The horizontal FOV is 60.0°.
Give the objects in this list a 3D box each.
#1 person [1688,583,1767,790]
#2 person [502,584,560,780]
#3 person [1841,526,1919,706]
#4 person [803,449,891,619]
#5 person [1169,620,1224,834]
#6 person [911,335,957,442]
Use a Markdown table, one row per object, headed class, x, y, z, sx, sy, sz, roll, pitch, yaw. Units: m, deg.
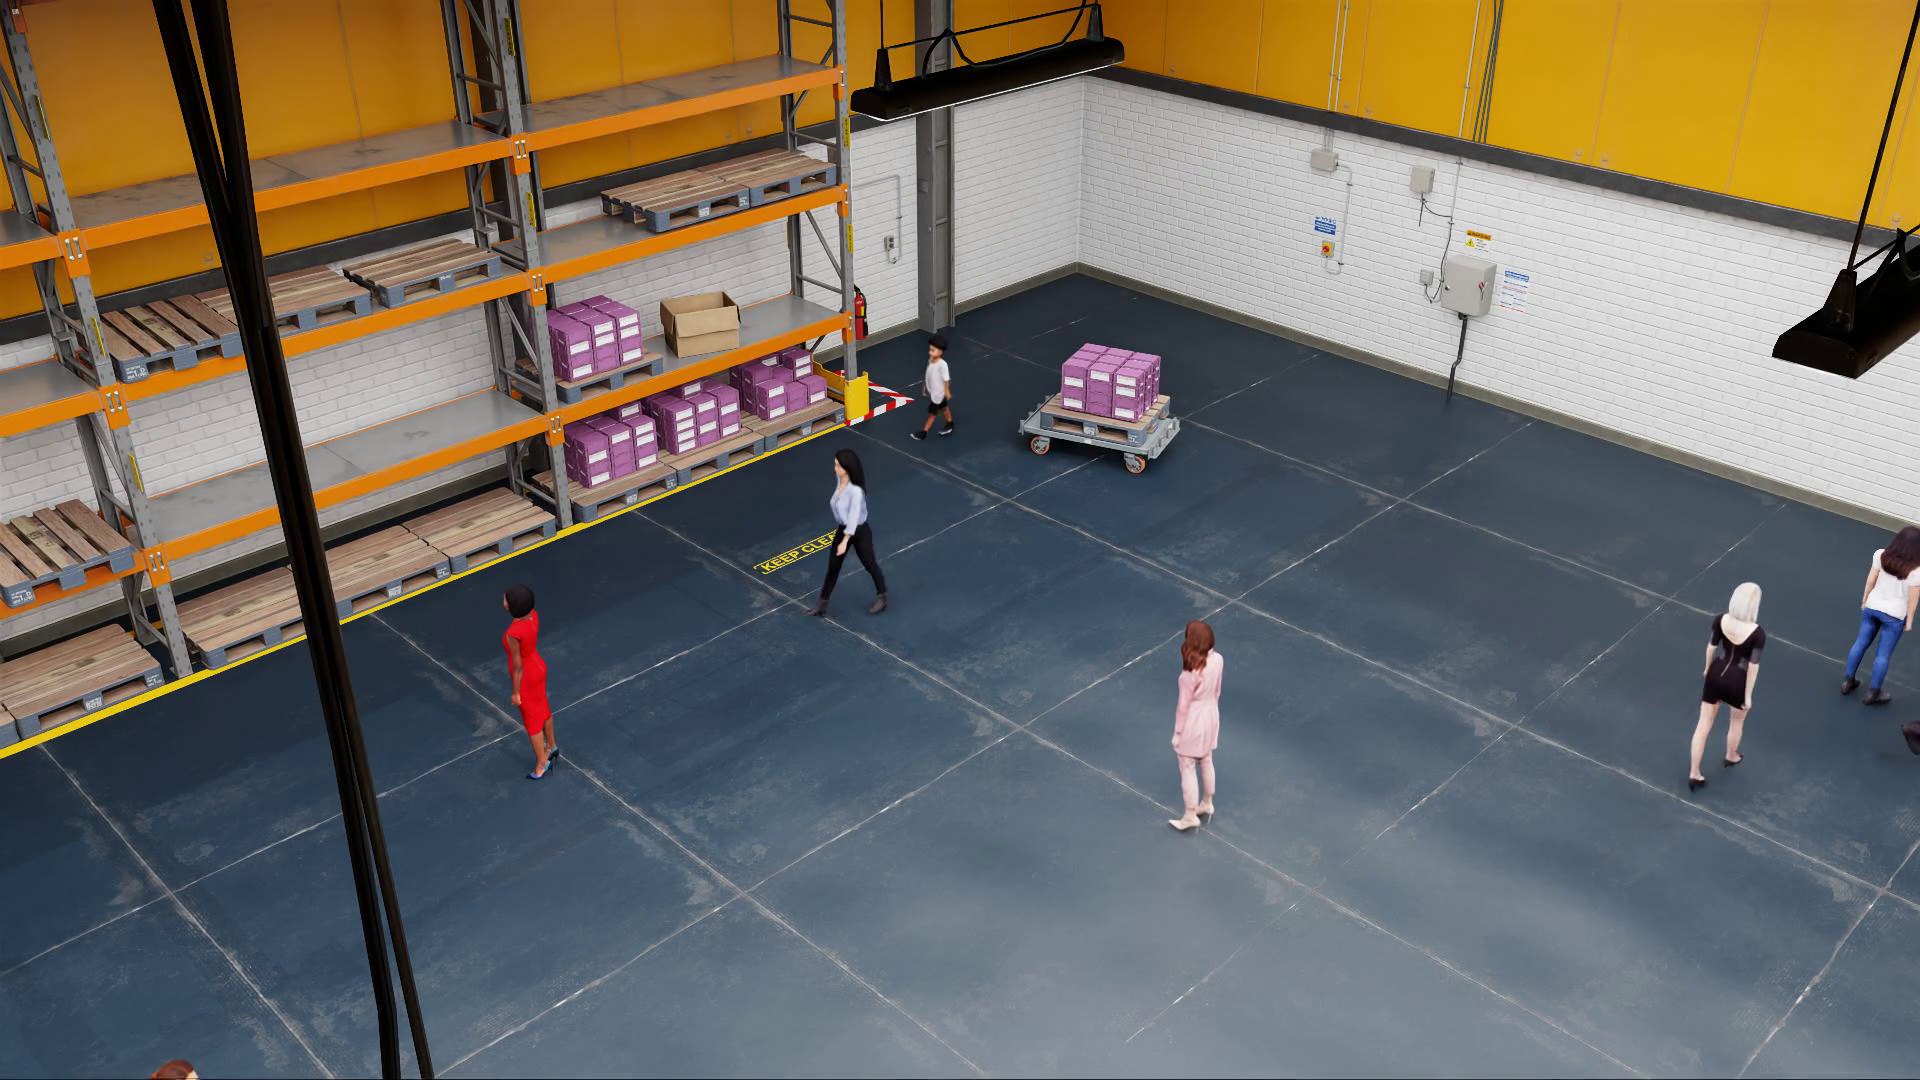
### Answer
| class | x | y | z | sx | sy | sz | roll | pitch | yaw |
| --- | --- | --- | --- | --- | --- | --- | --- | --- | --- |
| person | 5.962 | 1.182 | 13.038 | 0.933 | 1.808 | 0.651 | -23 | 36 | -35 |
| person | -3.422 | 1.119 | 13.222 | 0.705 | 1.744 | 0.611 | 4 | 29 | 8 |
| person | 7.880 | 0.636 | 14.172 | 0.600 | 1.683 | 0.653 | -16 | 32 | -26 |
| person | -0.884 | -0.043 | 15.394 | 1.145 | 1.703 | 0.830 | -17 | 33 | -29 |
| person | 1.811 | 1.418 | 12.619 | 0.475 | 1.795 | 0.659 | -25 | 37 | -38 |
| person | -0.210 | -1.741 | 19.007 | 0.899 | 1.224 | 0.581 | -19 | 34 | -31 |
